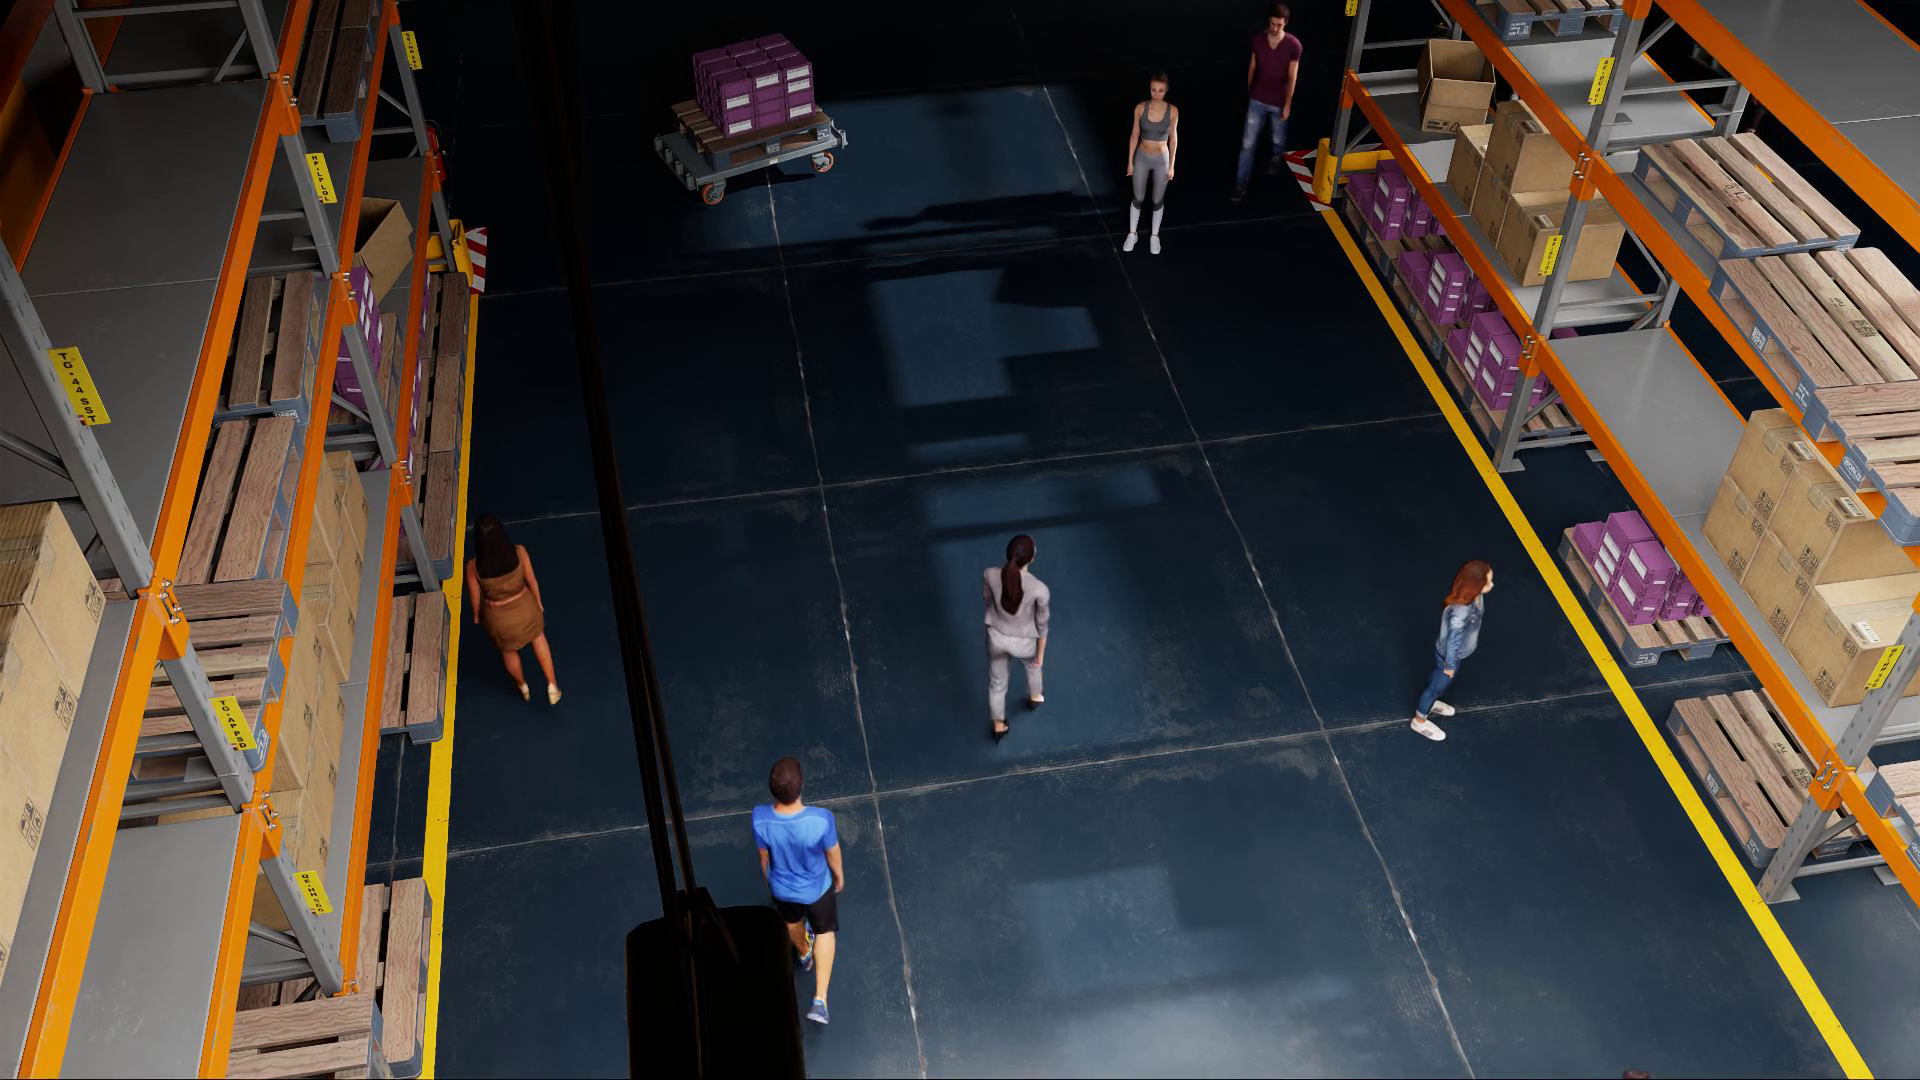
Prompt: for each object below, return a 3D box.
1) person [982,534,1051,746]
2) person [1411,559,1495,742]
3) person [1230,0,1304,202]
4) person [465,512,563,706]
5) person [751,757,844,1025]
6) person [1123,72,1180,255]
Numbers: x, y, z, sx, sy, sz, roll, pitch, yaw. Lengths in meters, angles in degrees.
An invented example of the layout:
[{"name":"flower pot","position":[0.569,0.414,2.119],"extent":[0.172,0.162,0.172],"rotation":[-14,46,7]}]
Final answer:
[{"name":"person","position":[0.292,0.693,10.409],"extent":[0.823,1.655,0.924],"rotation":[12,45,12]},{"name":"person","position":[3.123,0.672,10.563],"extent":[0.685,1.474,0.599],"rotation":[20,47,19]},{"name":"person","position":[2.893,-4.097,15.327],"extent":[1.055,1.807,1.241],"rotation":[18,46,18]},{"name":"person","position":[-2.848,0.504,10.588],"extent":[0.705,1.682,0.773],"rotation":[-23,48,-23]},{"name":"person","position":[-0.874,1.921,8.981],"extent":[0.762,1.847,1.090],"rotation":[3,44,3]},{"name":"person","position":[1.681,-3.304,14.569],"extent":[0.635,1.705,0.632],"rotation":[6,44,7]}]
